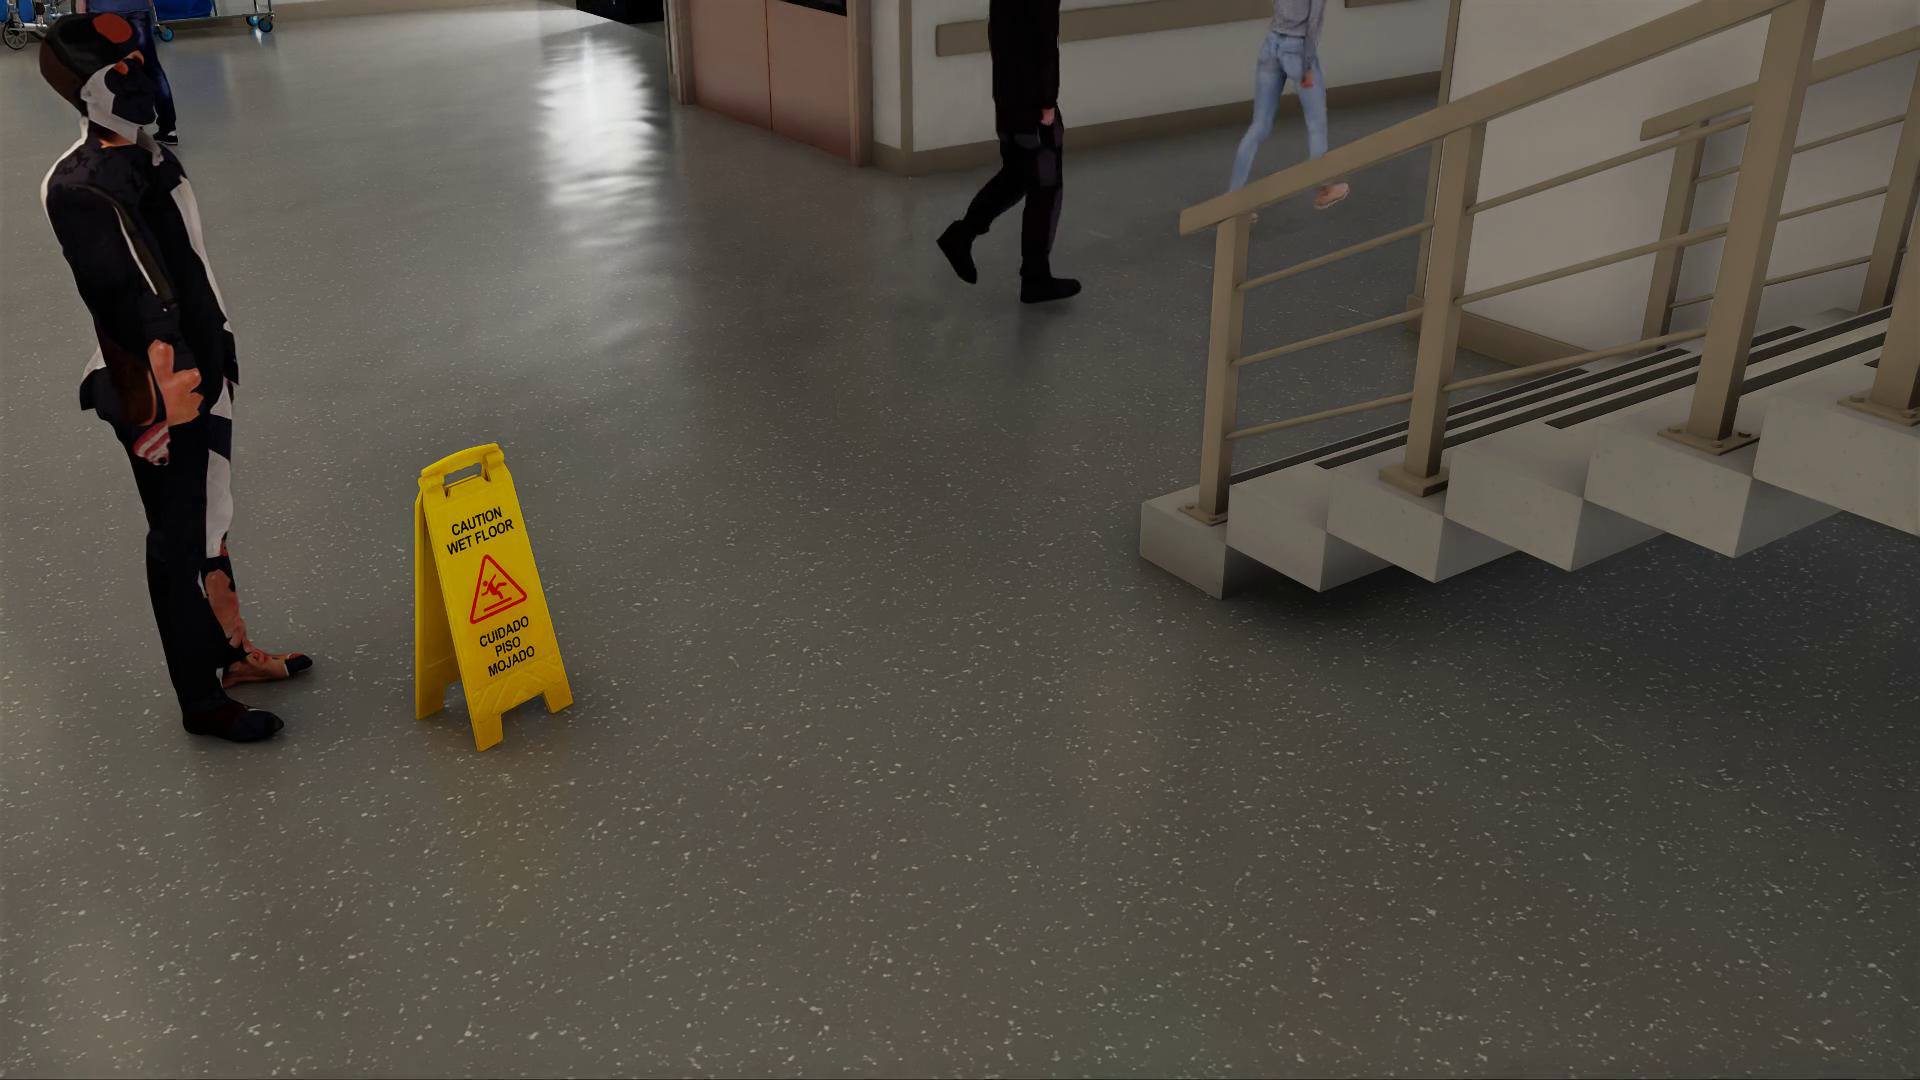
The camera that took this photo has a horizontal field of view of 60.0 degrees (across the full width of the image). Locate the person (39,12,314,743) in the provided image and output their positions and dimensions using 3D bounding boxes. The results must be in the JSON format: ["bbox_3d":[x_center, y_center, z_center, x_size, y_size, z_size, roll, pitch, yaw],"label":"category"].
[{"bbox_3d":[-2.059,-0.393,4.316,0.829,1.893,0.708,-2,26,-5],"label":"person"}]

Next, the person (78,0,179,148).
[{"bbox_3d":[-5.414,-3.418,10.668,0.756,1.825,0.792,14,29,27],"label":"person"}]

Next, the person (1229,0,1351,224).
[{"bbox_3d":[1.698,-2.526,8.911,0.711,1.744,1.151,-19,32,-34],"label":"person"}]

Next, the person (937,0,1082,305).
[{"bbox_3d":[0.240,-2.011,7.673,0.824,1.891,0.895,-12,28,-24],"label":"person"}]
